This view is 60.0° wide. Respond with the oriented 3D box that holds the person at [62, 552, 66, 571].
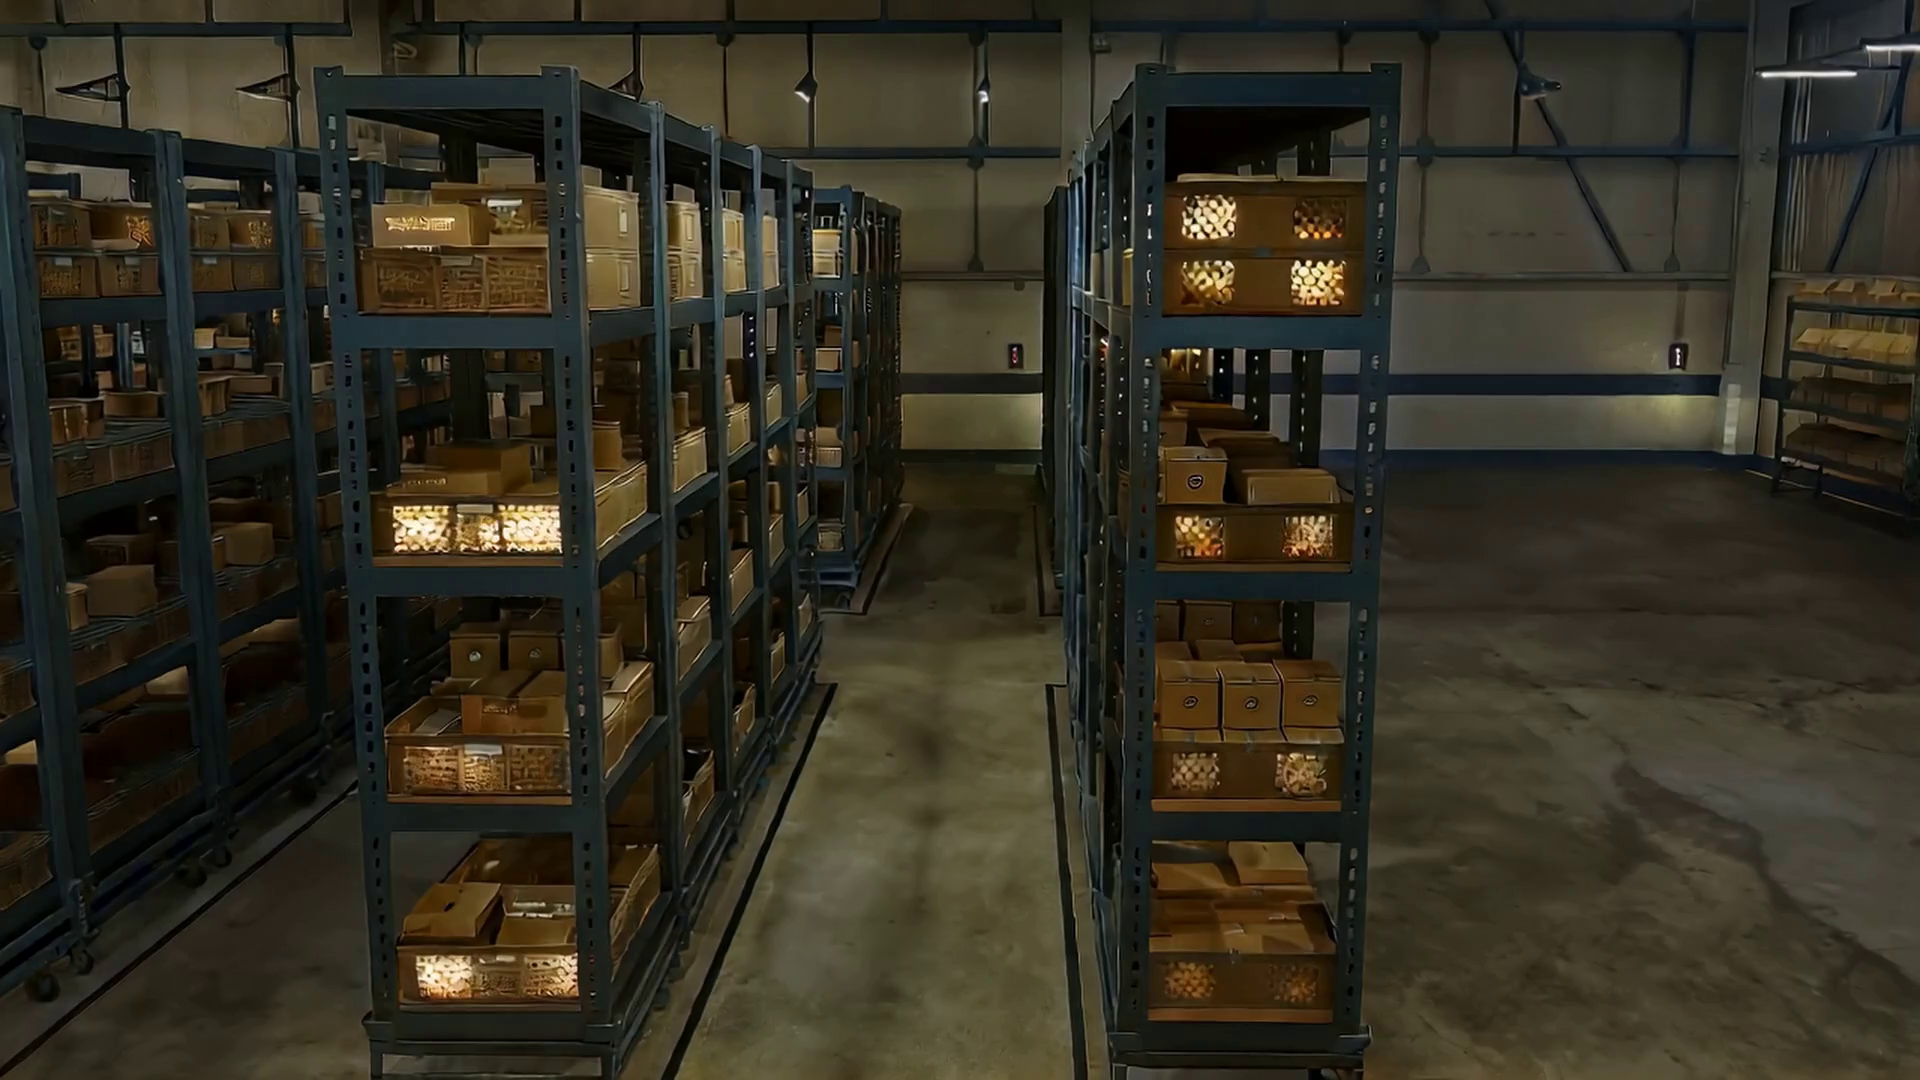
[{"bbox_3d":[-7.900,-0.295,14.178,0.373,1.843,0.571,3,10,19],"label":"person"}]
